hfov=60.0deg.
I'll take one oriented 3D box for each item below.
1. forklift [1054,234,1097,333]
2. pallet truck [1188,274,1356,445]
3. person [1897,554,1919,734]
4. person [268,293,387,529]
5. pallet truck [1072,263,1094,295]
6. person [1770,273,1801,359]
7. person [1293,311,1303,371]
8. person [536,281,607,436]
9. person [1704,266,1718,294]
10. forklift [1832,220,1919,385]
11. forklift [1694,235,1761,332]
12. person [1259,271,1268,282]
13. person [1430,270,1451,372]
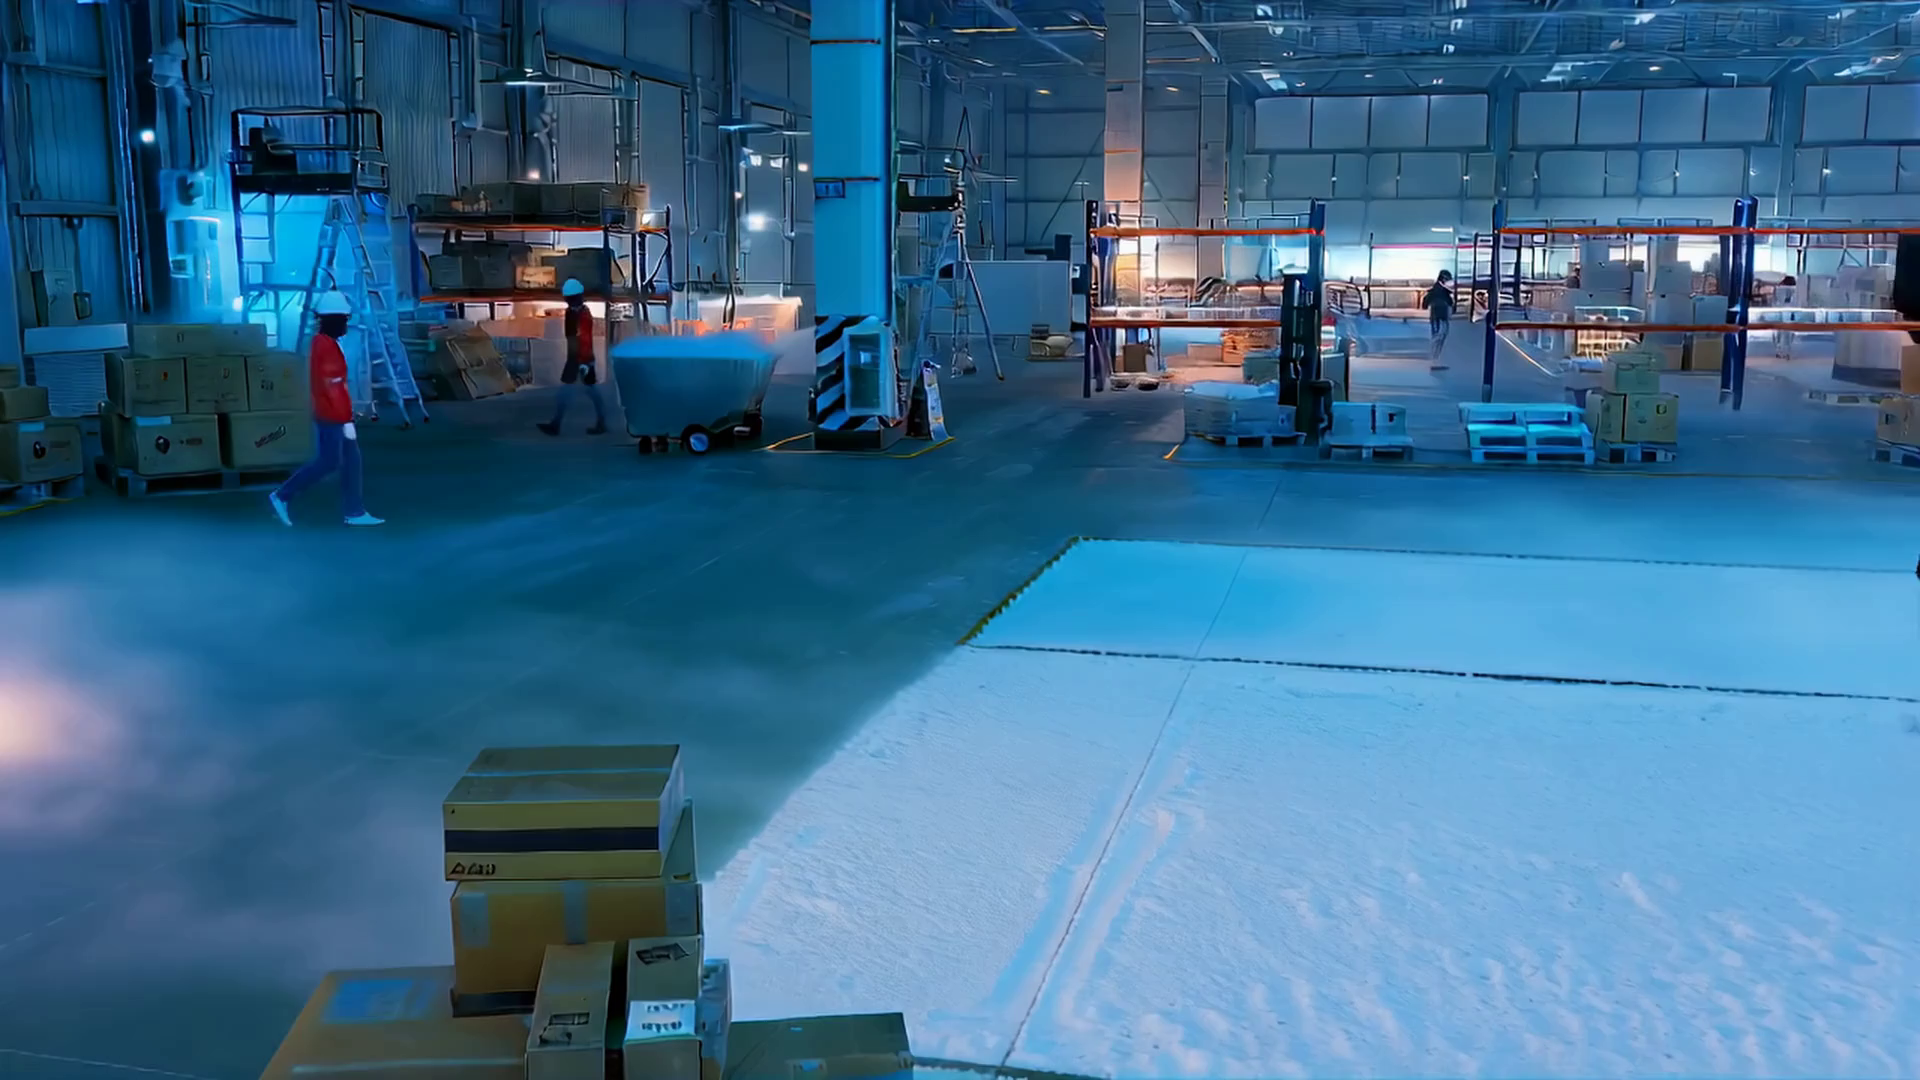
[{"bbox_3d":[2.933,-7.338,47.611,1.873,2.768,1.129,2,10,14],"label":"forklift"},{"bbox_3d":[3.653,-2.138,19.590,1.885,1.965,0.823,-4,10,-20],"label":"pallet truck"},{"bbox_3d":[4.467,0.024,7.240,0.593,1.867,0.670,-4,10,-23],"label":"person"},{"bbox_3d":[-5.105,-1.022,13.305,0.812,1.905,0.580,-4,10,-20],"label":"person"},{"bbox_3d":[4.325,-8.180,55.162,0.823,1.965,1.885,6,11,31],"label":"pallet truck"},{"bbox_3d":[17.694,-4.786,35.657,0.619,1.839,0.430,9,13,42],"label":"person"},{"bbox_3d":[6.622,-4.101,31.922,0.323,1.736,0.488,6,11,31],"label":"person"},{"bbox_3d":[-4.703,-2.191,20.217,0.572,1.884,0.972,8,13,40],"label":"person"},{"bbox_3d":[22.901,-7.402,50.812,0.373,1.932,0.623,4,10,20],"label":"person"},{"bbox_3d":[16.051,-4.044,28.214,1.873,2.768,1.129,2,10,14],"label":"forklift"},{"bbox_3d":[22.425,-7.519,48.677,1.873,2.768,1.129,2,10,14],"label":"forklift"},{"bbox_3d":[10.892,-8.756,59.457,0.536,1.690,0.324,-5,11,-28],"label":"person"},{"bbox_3d":[9.218,-4.195,31.876,0.372,1.940,0.630,6,11,32],"label":"person"}]
